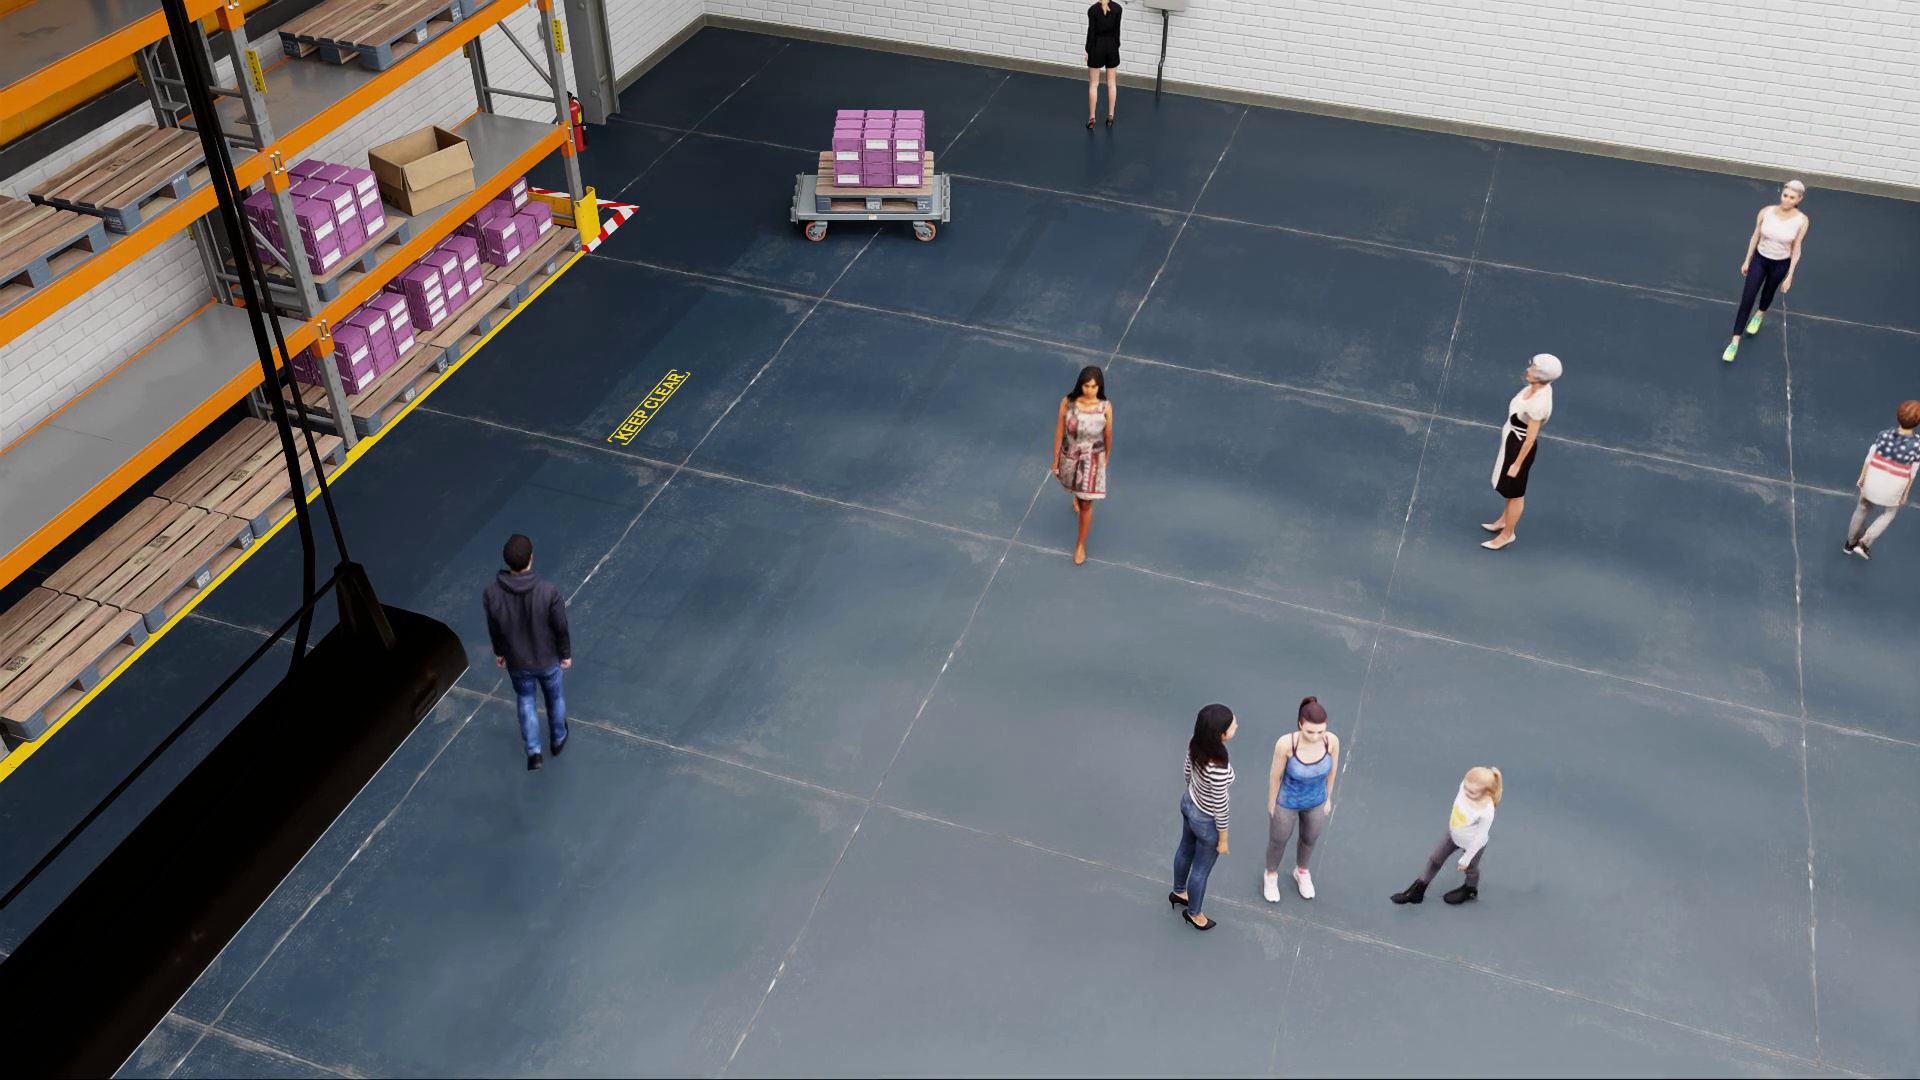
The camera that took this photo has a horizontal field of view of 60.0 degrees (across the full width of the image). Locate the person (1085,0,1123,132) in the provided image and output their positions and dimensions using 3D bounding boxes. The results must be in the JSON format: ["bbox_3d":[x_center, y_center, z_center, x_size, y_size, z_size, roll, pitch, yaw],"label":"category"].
[{"bbox_3d":[1.625,-5.554,19.003,0.654,1.768,0.678,-8,39,-10],"label":"person"}]

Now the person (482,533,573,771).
[{"bbox_3d":[-2.824,0.817,10.944,0.896,1.869,1.015,-3,39,-4],"label":"person"}]

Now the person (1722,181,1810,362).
[{"bbox_3d":[7.481,-2.537,15.319,0.819,1.652,1.223,24,44,27],"label":"person"}]

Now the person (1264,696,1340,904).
[{"bbox_3d":[2.084,1.589,10.187,0.640,1.609,0.665,-3,39,-4],"label":"person"}]

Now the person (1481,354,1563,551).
[{"bbox_3d":[4.365,-0.684,12.915,0.687,1.756,0.474,11,40,13],"label":"person"}]

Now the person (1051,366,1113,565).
[{"bbox_3d":[0.961,-0.694,13.045,0.704,1.610,1.130,9,39,11],"label":"person"}]

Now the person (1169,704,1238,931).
[{"bbox_3d":[1.454,1.659,9.948,0.698,1.797,0.610,-12,40,-14],"label":"person"}]

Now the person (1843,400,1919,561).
[{"bbox_3d":[7.138,-0.427,12.855,0.659,1.430,0.745,31,48,33],"label":"person"}]

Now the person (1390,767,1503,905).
[{"bbox_3d":[3.164,1.816,10.187,0.847,1.254,0.815,-12,40,-14],"label":"person"}]
